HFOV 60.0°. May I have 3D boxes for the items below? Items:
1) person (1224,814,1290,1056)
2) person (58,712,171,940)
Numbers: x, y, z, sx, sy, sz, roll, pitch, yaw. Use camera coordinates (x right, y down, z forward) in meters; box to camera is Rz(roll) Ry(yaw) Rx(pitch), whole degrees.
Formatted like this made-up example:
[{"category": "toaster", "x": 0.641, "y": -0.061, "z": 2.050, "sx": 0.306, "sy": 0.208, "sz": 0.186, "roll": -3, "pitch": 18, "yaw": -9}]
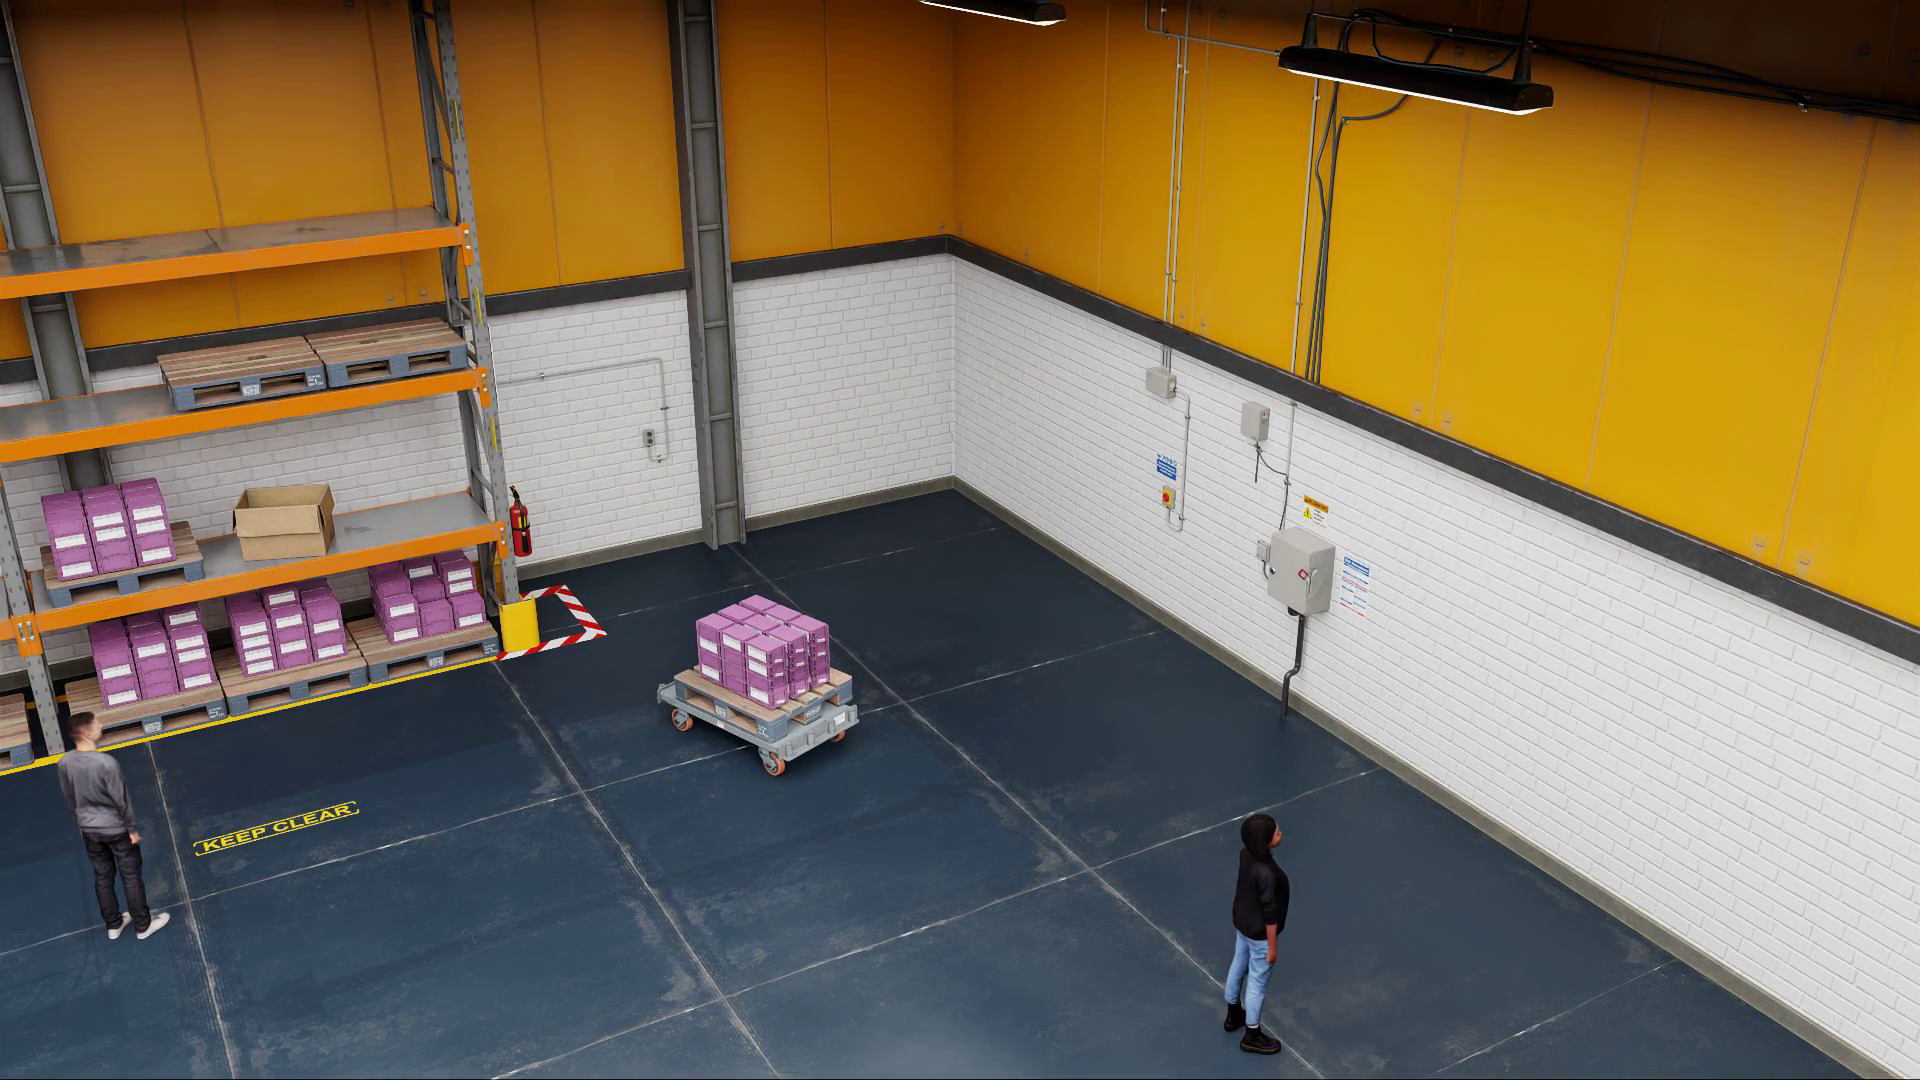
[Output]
[{"category": "person", "x": 1.879, "y": 2.484, "z": 10.584, "sx": 0.591, "sy": 1.702, "sz": 0.602, "roll": -8, "pitch": 25, "yaw": -17}, {"category": "person", "x": -5.957, "y": 2.001, "z": 11.614, "sx": 0.672, "sy": 1.761, "sz": 0.760, "roll": 3, "pitch": 24, "yaw": 7}]
